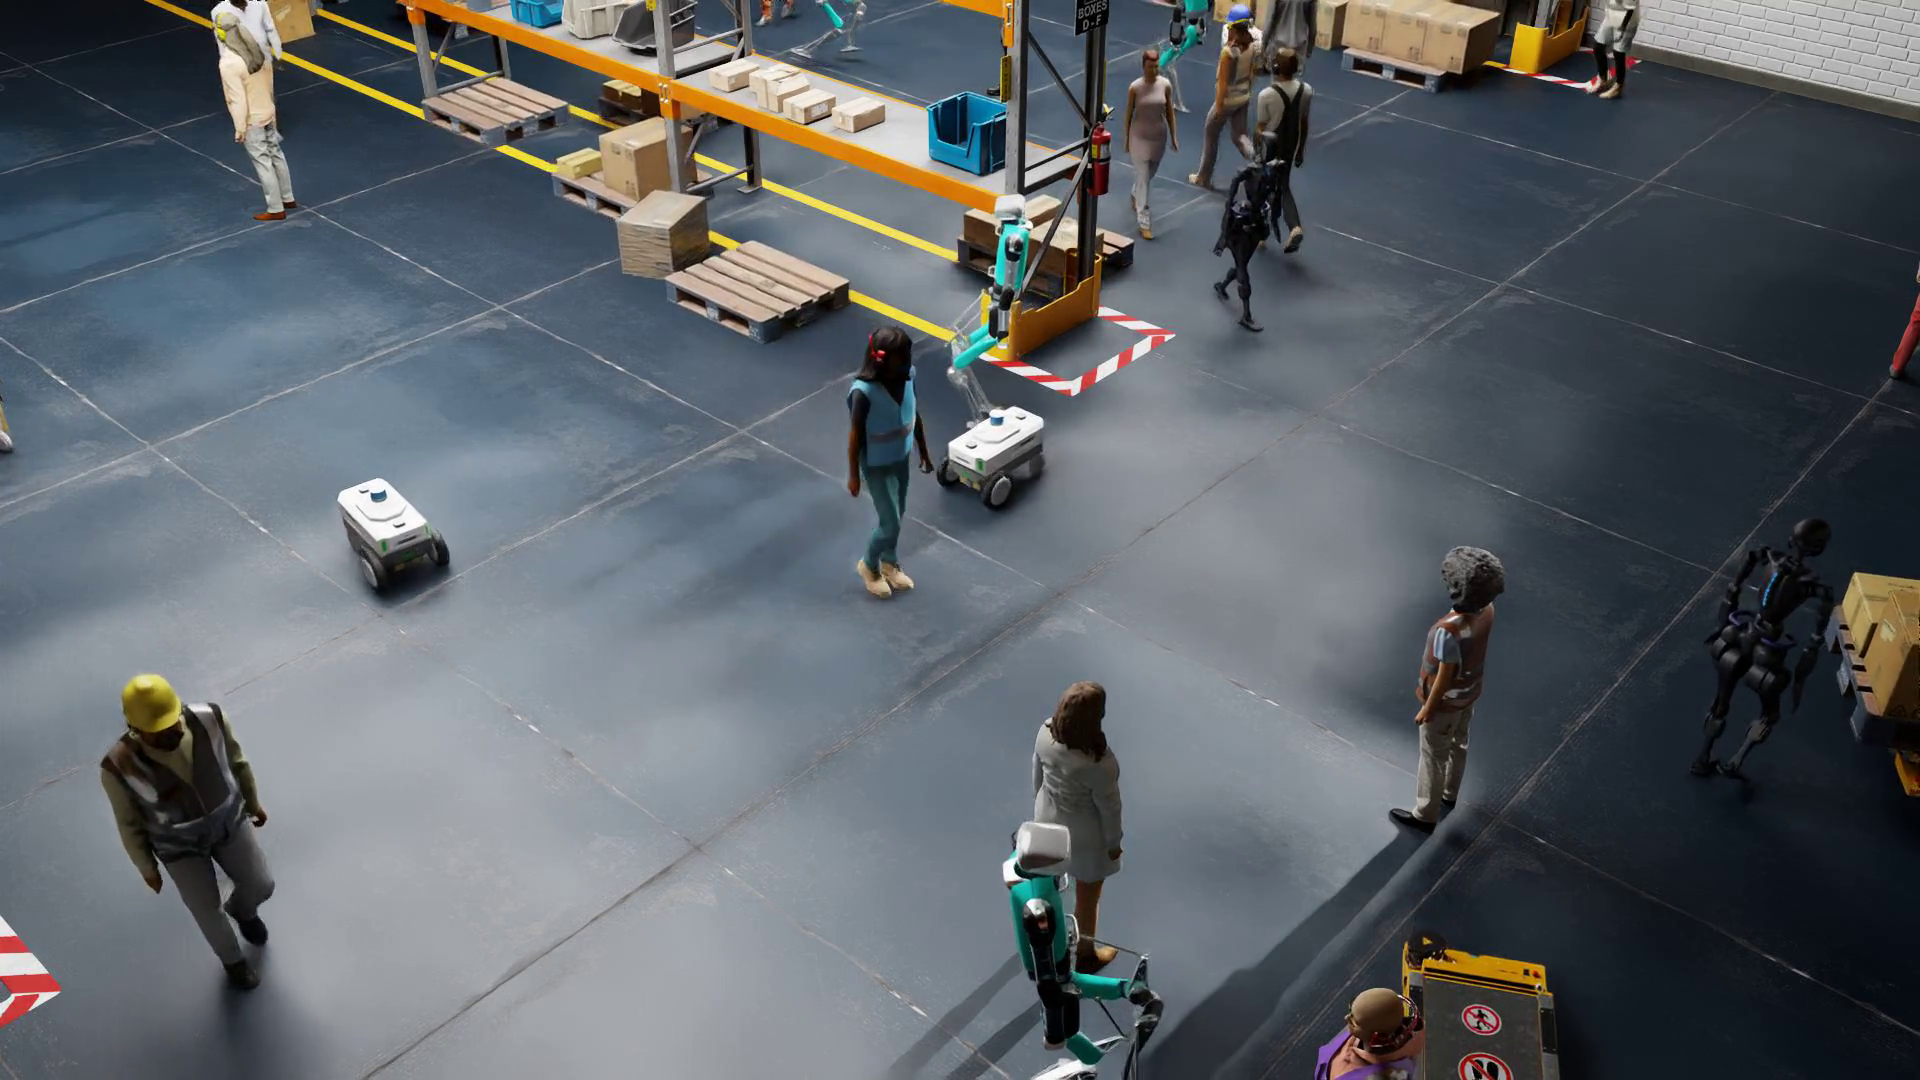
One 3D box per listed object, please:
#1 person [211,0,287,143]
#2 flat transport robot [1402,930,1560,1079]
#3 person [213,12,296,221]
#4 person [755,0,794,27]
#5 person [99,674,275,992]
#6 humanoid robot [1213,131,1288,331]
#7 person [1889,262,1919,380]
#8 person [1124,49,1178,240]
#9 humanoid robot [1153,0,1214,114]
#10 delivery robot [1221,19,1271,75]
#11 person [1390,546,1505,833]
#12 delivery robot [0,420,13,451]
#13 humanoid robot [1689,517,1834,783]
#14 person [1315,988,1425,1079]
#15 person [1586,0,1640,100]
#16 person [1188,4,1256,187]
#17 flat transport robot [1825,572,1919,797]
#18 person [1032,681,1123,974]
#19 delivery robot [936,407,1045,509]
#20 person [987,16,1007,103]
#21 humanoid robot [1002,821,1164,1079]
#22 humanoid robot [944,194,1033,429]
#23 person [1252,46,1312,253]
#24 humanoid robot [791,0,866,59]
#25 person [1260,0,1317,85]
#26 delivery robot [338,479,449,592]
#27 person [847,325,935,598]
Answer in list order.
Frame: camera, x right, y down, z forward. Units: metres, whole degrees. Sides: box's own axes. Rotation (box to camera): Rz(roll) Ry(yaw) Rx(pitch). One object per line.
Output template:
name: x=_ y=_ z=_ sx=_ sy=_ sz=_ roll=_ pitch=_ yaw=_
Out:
person: x=-6.946 y=-4.731 z=16.382 sx=0.557 sy=1.723 sz=0.517 roll=-26 pitch=42 yaw=-33
flat transport robot: x=2.300 y=2.371 z=7.376 sx=0.659 sy=0.231 sz=1.431 roll=7 pitch=35 yaw=11
person: x=-6.311 y=-3.779 z=14.873 sx=0.394 sy=1.876 sz=0.553 roll=4 pitch=35 yaw=6
person: x=-2.234 y=-6.952 z=19.579 sx=0.526 sy=1.743 sz=0.484 roll=23 pitch=41 yaw=30
person: x=-3.442 y=1.322 z=7.526 sx=0.428 sy=1.820 sz=0.617 roll=29 pitch=44 yaw=35
humanoid robot: x=2.273 y=-2.538 z=13.316 sx=0.615 sy=1.631 sz=0.784 roll=-18 pitch=38 yaw=-24
person: x=7.393 y=-1.967 z=12.353 sx=0.520 sy=1.759 sz=0.347 roll=25 pitch=42 yaw=32
person: x=1.671 y=-3.595 z=14.818 sx=0.443 sy=1.622 sz=0.839 roll=-9 pitch=36 yaw=-12
humanoid robot: x=2.237 y=-5.241 z=17.133 sx=0.538 sy=1.818 sz=0.675 roll=-27 pitch=43 yaw=-33
delivery robot: x=3.189 y=-5.492 z=18.504 sx=0.499 sy=0.581 sz=0.768 roll=-8 pitch=35 yaw=-12
person: x=2.476 y=0.764 z=8.449 sx=0.299 sy=1.686 sz=0.455 roll=28 pitch=43 yaw=34
delivery robot: x=-7.166 y=-0.839 z=11.746 sx=0.738 sy=0.563 sz=0.499 roll=9 pitch=36 yaw=13
humanoid robot: x=4.180 y=0.586 z=8.730 sx=0.356 sy=1.646 sz=0.608 roll=-19 pitch=39 yaw=-25
person: x=1.482 y=2.274 z=6.260 sx=0.350 sy=1.694 sz=0.478 roll=0 pitch=35 yaw=1
person: x=6.925 y=-5.418 z=17.420 sx=0.478 sy=1.658 sz=0.550 roll=-8 pitch=35 yaw=-11
person: x=2.561 y=-4.050 z=15.380 sx=0.488 sy=1.743 sz=0.783 roll=-27 pitch=43 yaw=-33
flat transport robot: x=5.580 y=0.970 z=9.405 sx=0.659 sy=0.231 sz=1.431 roll=8 pitch=35 yaw=11
person: x=0.546 y=1.314 z=7.680 sx=0.486 sy=1.659 sz=0.337 roll=27 pitch=43 yaw=33
delivery robot: x=0.247 y=-0.626 z=11.437 sx=0.499 sy=0.563 sz=0.738 roll=27 pitch=43 yaw=33
person: x=0.466 y=-5.517 z=17.340 sx=0.372 sy=1.933 sz=0.544 roll=-2 pitch=35 yaw=-3
humanoid robot: x=0.529 y=1.829 z=6.870 sx=1.045 sy=1.726 sz=0.529 roll=-2 pitch=35 yaw=-3
humanoid robot: x=0.146 y=-1.601 z=11.822 sx=0.717 sy=1.760 sz=0.530 roll=2 pitch=35 yaw=3
person: x=2.736 y=-3.296 z=14.216 sx=0.509 sy=1.825 sz=0.650 roll=-13 pitch=37 yaw=-18
humanoid robot: x=-1.399 y=-6.123 z=18.386 sx=1.015 sy=1.725 sz=0.552 roll=-1 pitch=35 yaw=-1
person: x=3.293 y=-4.962 z=16.600 sx=0.553 sy=1.870 sz=0.728 roll=0 pitch=35 yaw=-1
delivery robot: x=-3.667 y=-0.062 z=10.665 sx=0.499 sy=0.614 sz=0.808 roll=-26 pitch=42 yaw=-32
person: x=-0.435 y=-0.460 z=10.078 sx=0.455 sy=1.853 sz=0.545 roll=26 pitch=42 yaw=33
